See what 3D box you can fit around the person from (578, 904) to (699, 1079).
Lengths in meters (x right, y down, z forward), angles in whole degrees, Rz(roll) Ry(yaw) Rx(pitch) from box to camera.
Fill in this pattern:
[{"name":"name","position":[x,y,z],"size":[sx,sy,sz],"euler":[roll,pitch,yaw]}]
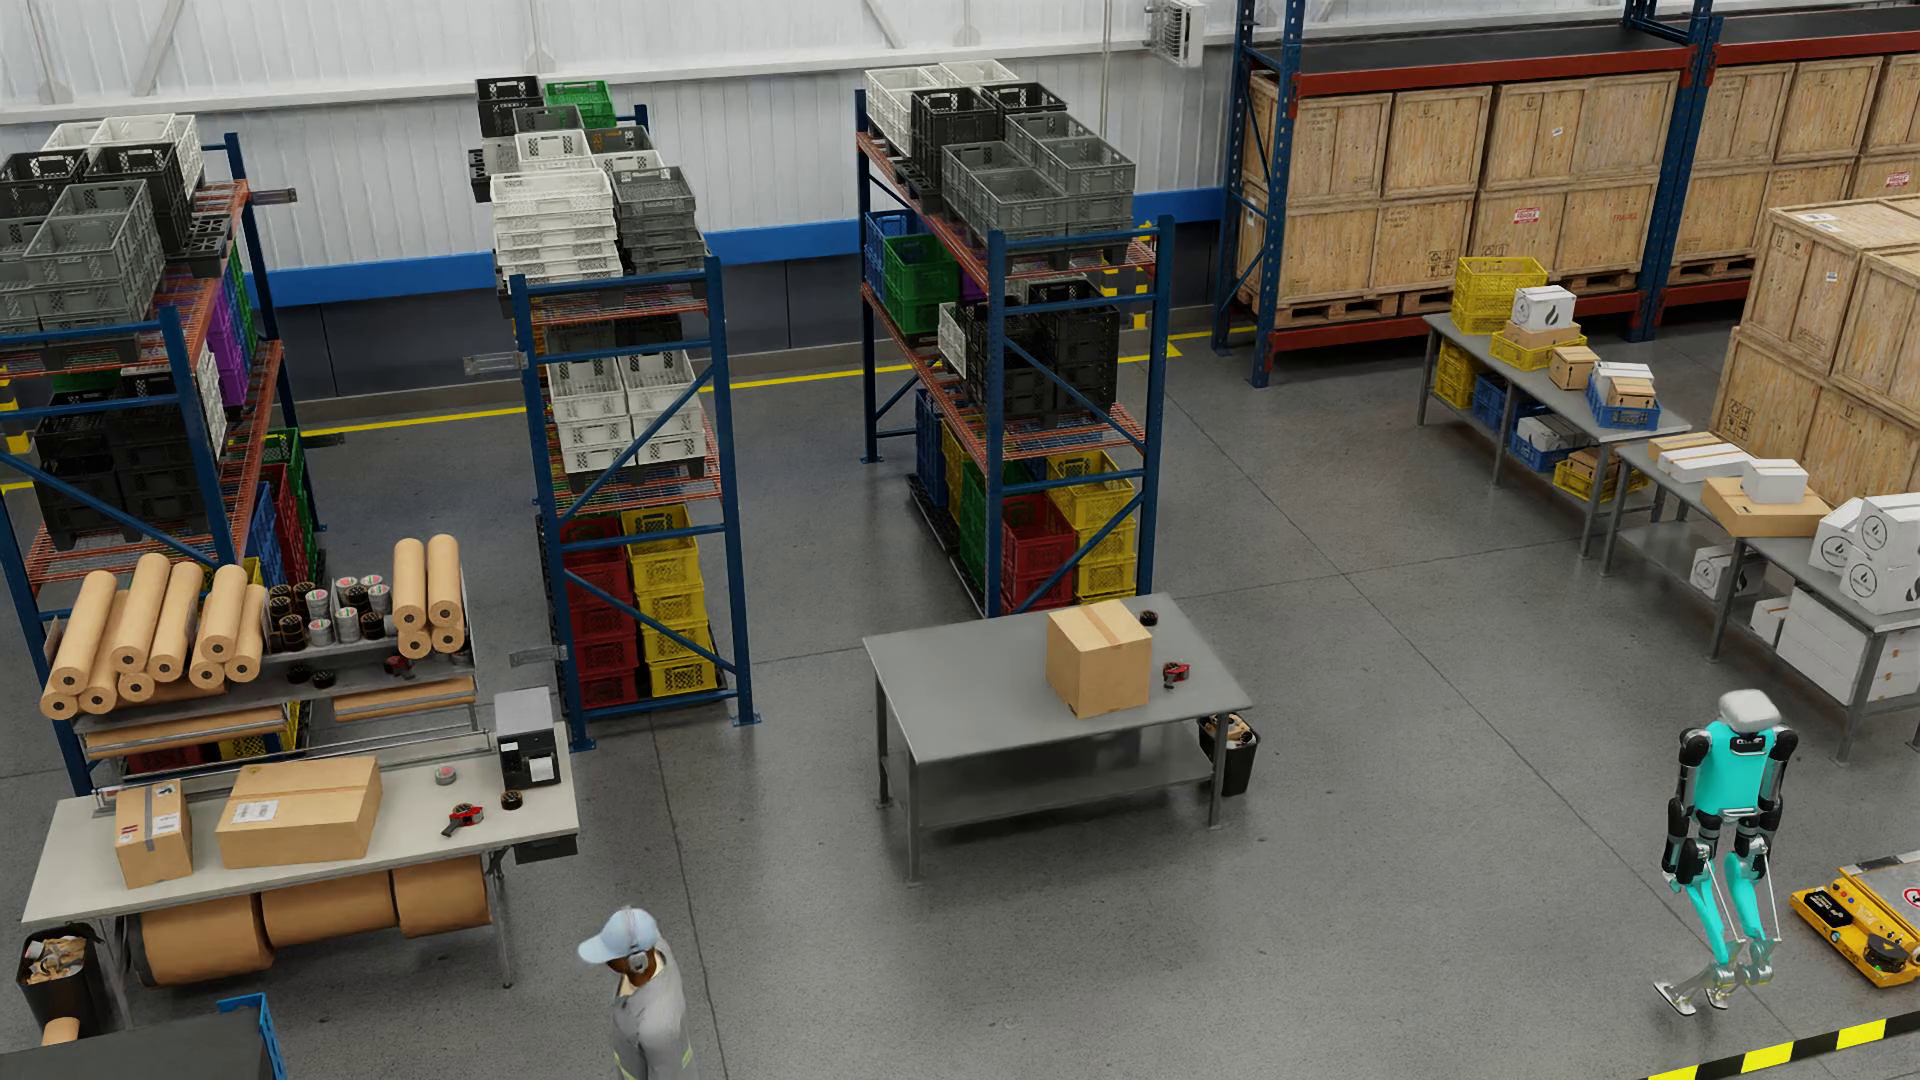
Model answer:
[{"name":"person","position":[-1.225,2.170,6.570],"size":[0.382,1.852,0.586],"euler":[-8,30,-15]}]

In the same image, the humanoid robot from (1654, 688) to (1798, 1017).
[{"name":"humanoid robot","position":[3.584,1.551,7.671],"size":[0.533,1.681,0.735],"euler":[-2,29,-4]}]

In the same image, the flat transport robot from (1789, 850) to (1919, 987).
[{"name":"flat transport robot","position":[5.163,1.916,8.676],"size":[1.431,0.231,0.659],"euler":[-8,30,-14]}]
